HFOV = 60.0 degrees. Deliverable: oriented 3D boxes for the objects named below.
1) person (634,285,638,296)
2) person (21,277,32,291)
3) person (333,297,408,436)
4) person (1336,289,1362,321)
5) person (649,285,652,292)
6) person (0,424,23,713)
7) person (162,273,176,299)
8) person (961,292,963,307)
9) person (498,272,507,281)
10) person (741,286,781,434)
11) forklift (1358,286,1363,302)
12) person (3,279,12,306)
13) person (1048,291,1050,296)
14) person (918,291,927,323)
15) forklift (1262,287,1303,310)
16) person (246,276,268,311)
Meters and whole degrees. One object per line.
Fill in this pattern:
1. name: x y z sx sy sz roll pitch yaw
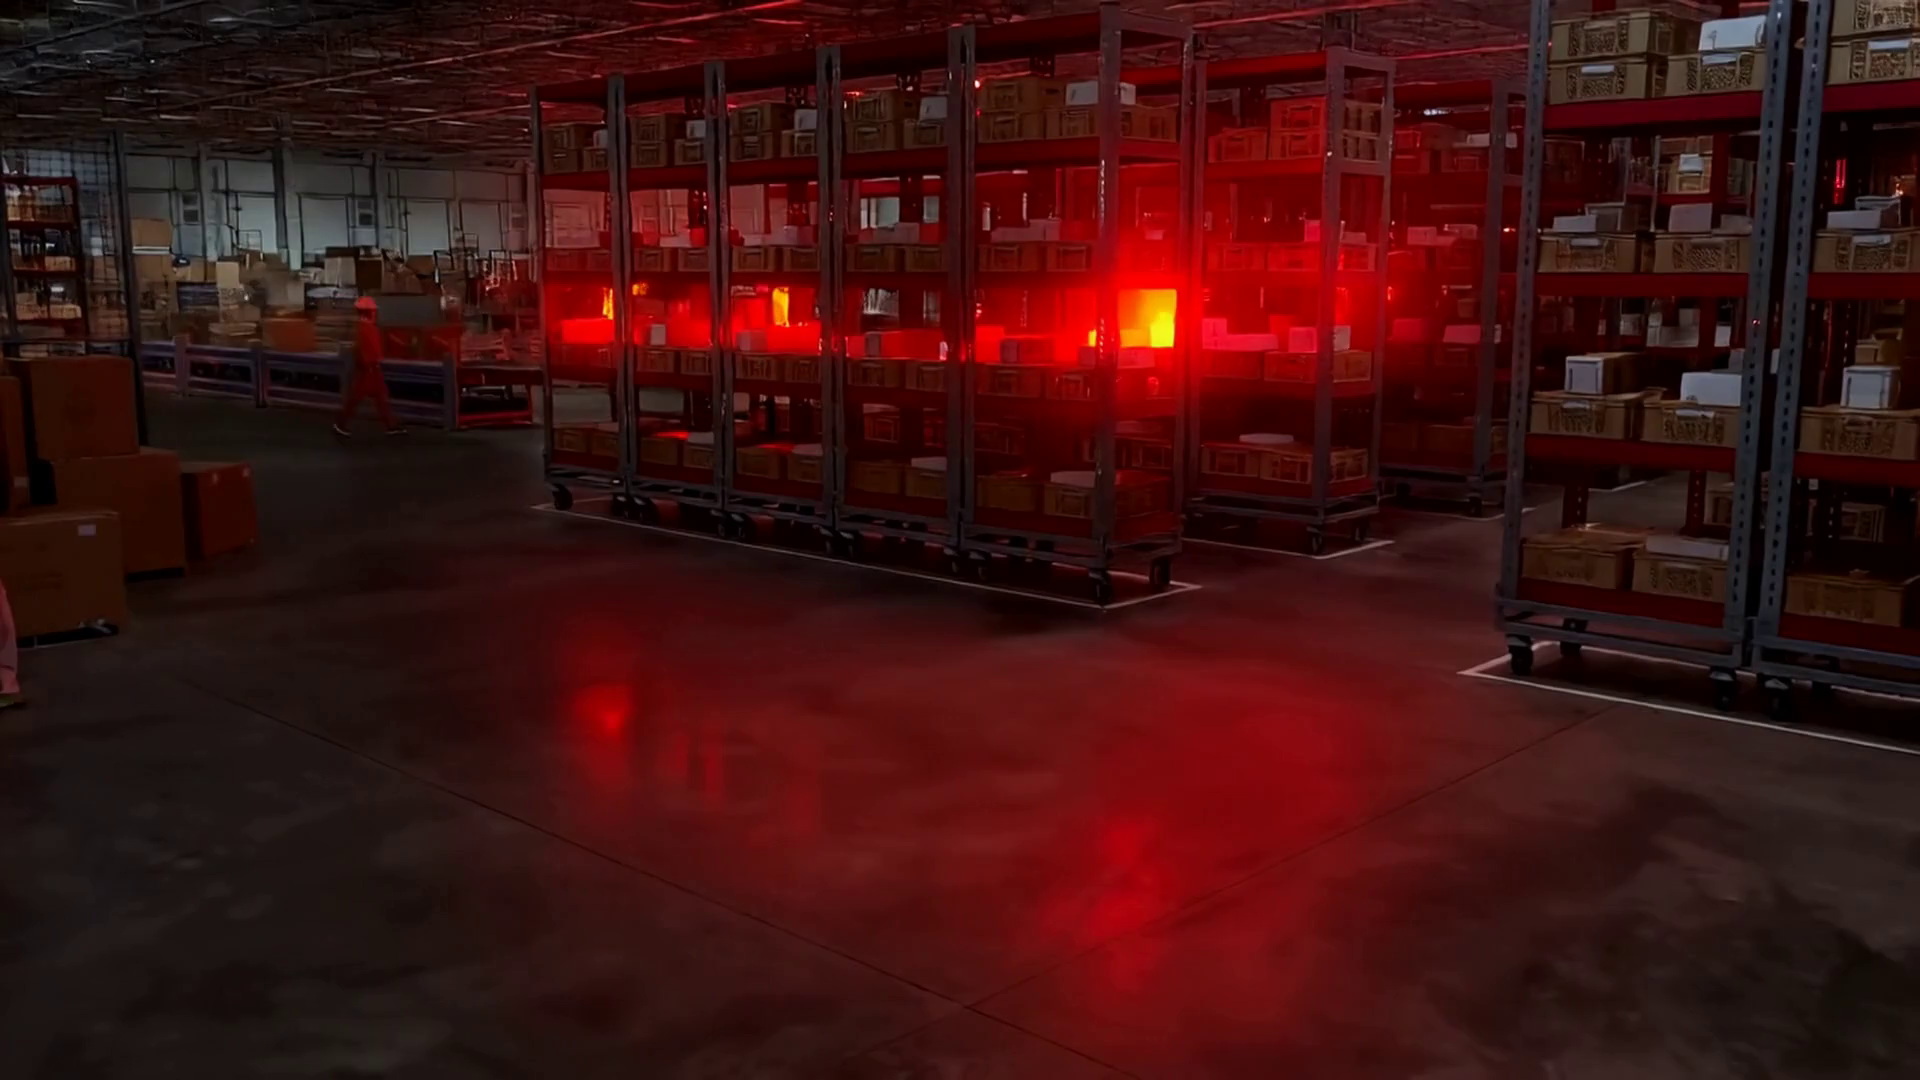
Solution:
1. person: -12.689 -9.499 65.044 0.843 1.944 0.613 -1 9 -9
2. person: -35.513 -9.224 63.589 0.615 1.865 0.602 1 9 8
3. person: -7.376 -2.140 20.593 0.888 1.726 0.524 2 9 11
4. person: 4.614 -2.090 19.952 0.590 1.836 0.404 -1 9 -8
5. person: -11.126 -8.831 61.120 0.706 1.882 0.684 -1 9 -8
6. person: -4.635 -0.171 7.700 0.396 1.992 0.622 -7 11 -36
7. person: -32.686 -10.110 68.953 0.651 1.895 0.628 -9 13 -44
8. person: 0.146 -7.733 55.248 0.503 1.613 0.737 -7 11 -35
9. person: -25.604 -14.037 92.954 0.585 1.919 0.388 -4 10 -21
10. person: -2.447 -2.335 20.824 0.609 2.043 0.397 6 11 34
11. forklift: 11.100 -7.017 46.970 1.873 2.768 1.129 9 13 43
12. person: -46.069 -11.986 80.615 0.622 1.844 0.429 5 11 29
13. person: 3.283 -8.498 59.673 0.471 1.685 0.543 2 10 15
14. person: -1.027 -5.627 41.696 0.403 1.821 0.595 -4 10 -21
15. forklift: 10.769 -8.203 54.240 1.129 2.768 1.873 8 12 42
16. person: -18.837 -6.138 44.608 0.598 1.890 0.402 4 10 22
